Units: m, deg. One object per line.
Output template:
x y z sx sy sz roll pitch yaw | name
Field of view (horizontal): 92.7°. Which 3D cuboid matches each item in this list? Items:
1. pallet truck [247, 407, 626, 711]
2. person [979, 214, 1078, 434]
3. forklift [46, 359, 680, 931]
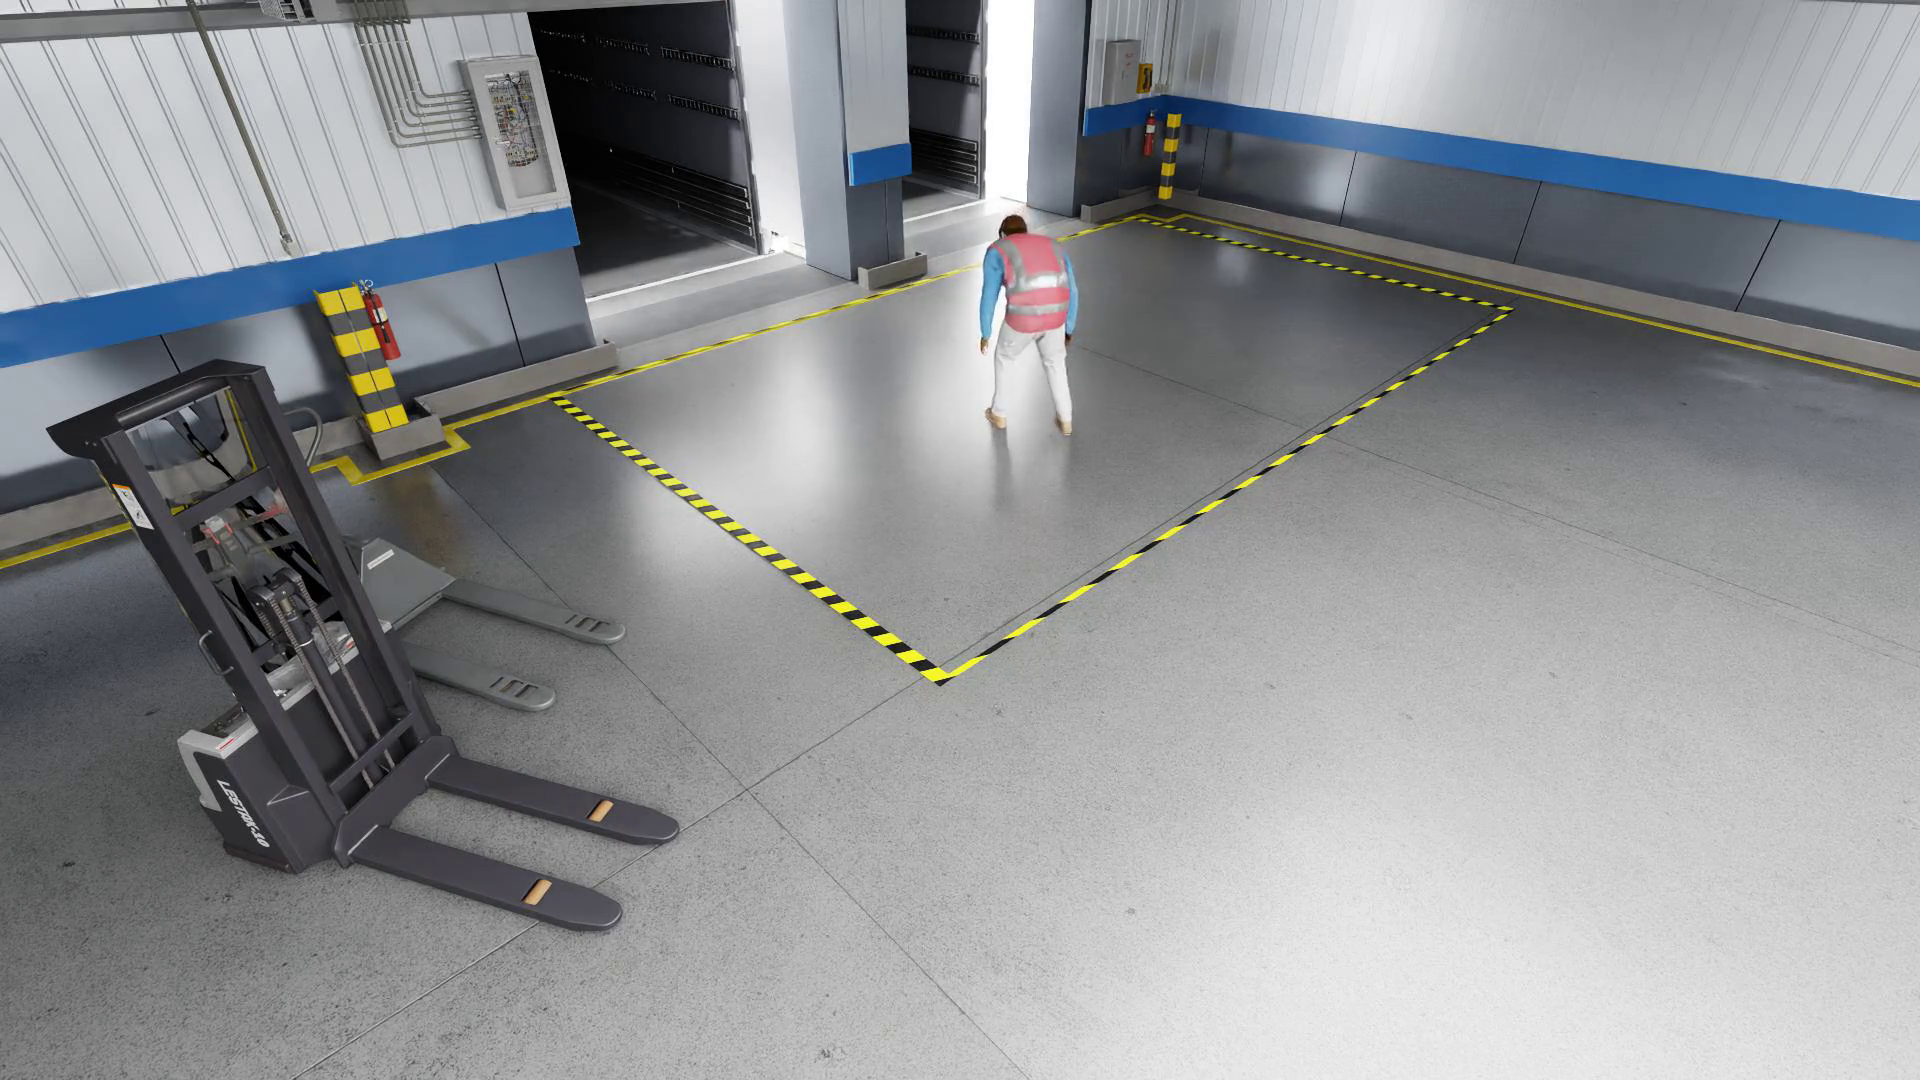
-2.628 0.038 4.590 1.601 1.201 0.680 12 36 18 | pallet truck
0.490 -1.572 6.772 0.793 1.465 0.905 -11 36 -16 | person
-2.135 0.422 3.354 1.885 1.965 0.823 10 35 14 | forklift
